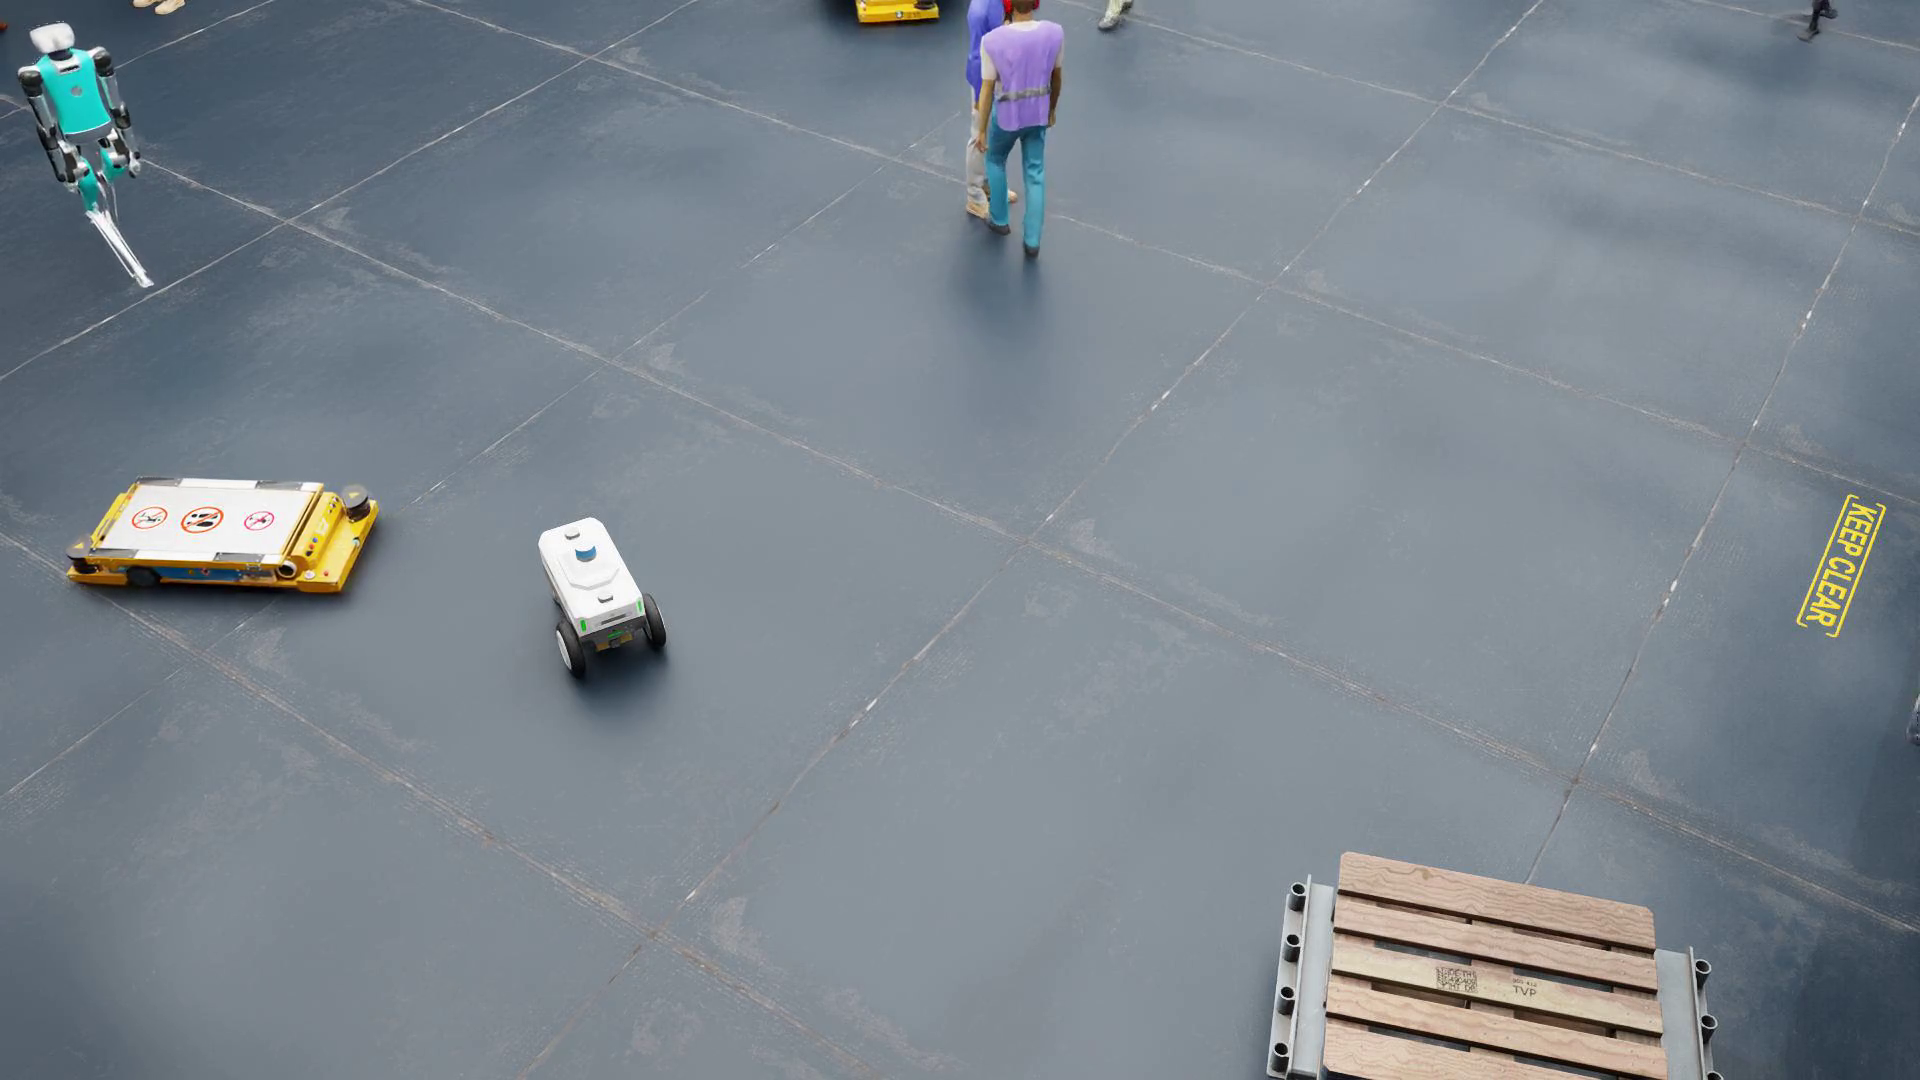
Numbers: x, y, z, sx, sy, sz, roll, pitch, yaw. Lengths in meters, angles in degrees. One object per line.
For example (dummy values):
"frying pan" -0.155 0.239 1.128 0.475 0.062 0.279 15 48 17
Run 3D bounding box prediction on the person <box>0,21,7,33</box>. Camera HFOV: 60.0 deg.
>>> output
"person" -7.848 -4.720 12.869 0.505 1.857 0.555 1 42 1

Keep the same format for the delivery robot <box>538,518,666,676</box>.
"delivery robot" -1.828 0.239 8.287 0.499 0.581 0.774 -19 45 -20

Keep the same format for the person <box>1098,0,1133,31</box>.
"person" 1.241 -4.981 13.189 0.579 1.818 0.761 29 49 28

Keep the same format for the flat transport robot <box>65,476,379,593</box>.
"flat transport robot" -3.898 -0.028 8.811 1.431 0.231 0.659 2 42 2

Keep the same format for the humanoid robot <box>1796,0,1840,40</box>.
"humanoid robot" 6.956 -4.783 13.082 0.478 1.644 0.613 3 42 3

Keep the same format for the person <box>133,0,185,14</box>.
"person" -6.706 -5.132 13.412 0.497 1.745 0.306 23 47 24

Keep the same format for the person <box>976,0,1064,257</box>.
"person" 0.353 -2.734 10.672 0.616 1.816 0.607 -15 44 -16

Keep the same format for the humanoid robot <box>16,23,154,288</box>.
"humanoid robot" -5.540 -2.490 10.489 0.545 1.791 0.916 -30 50 -29

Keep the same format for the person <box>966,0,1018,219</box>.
"person" 0.227 -3.026 10.965 0.360 1.873 0.460 18 45 19

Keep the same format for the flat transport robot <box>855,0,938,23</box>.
"flat transport robot" -0.610 -4.796 14.146 0.659 0.231 1.431 -6 42 -7
